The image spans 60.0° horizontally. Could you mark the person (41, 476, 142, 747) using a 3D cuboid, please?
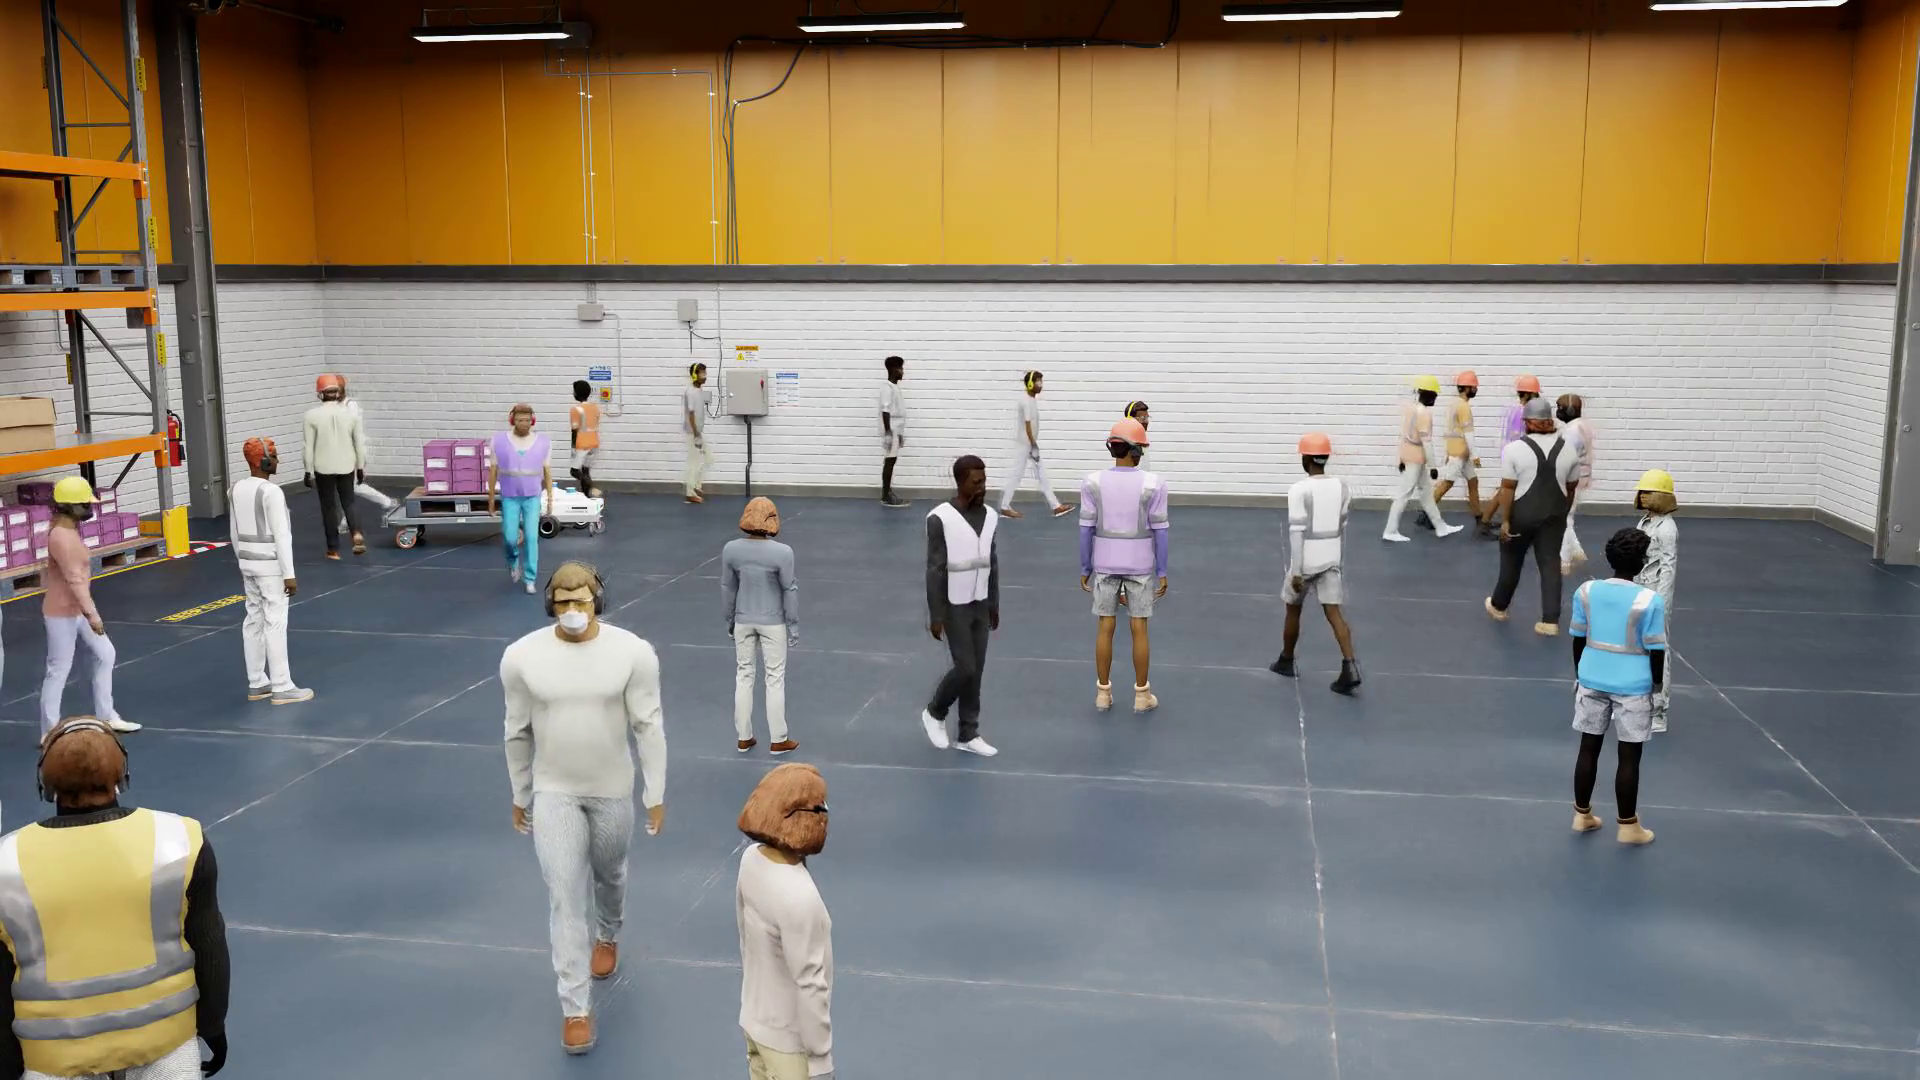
[{"bbox_3d":[-5.587,0.462,10.625,0.708,1.740,0.529,-3,10,-19],"label":"person"}]

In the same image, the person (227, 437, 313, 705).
[{"bbox_3d":[-4.880,0.218,11.711,0.573,1.880,0.353,6,11,33],"label":"person"}]

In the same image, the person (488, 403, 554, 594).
[{"bbox_3d":[-4.151,-0.400,15.718,0.614,1.819,0.521,-3,10,-19],"label":"person"}]

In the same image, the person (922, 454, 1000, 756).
[{"bbox_3d":[0.038,0.410,10.425,0.441,1.908,0.613,8,12,40],"label":"person"}]

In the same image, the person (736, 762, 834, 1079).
[{"bbox_3d":[-0.496,1.447,4.857,0.285,1.632,0.498,-5,10,-27],"label":"person"}]

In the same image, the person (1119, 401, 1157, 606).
[{"bbox_3d":[1.602,-0.332,15.159,0.328,1.872,0.513,6,11,34],"label":"person"}]

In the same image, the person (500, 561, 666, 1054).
[{"bbox_3d":[-1.530,1.002,6.818,0.644,1.900,0.999,-2,9,-11],"label":"person"}]

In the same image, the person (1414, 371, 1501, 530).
[{"bbox_3d":[5.846,-1.038,19.507,1.005,1.893,0.548,2,9,13],"label":"person"}]

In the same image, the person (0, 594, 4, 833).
[{"bbox_3d":[-4.924,0.785,8.029,0.628,1.935,0.373,1,9,5],"label":"person"}]

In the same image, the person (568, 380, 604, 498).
[{"bbox_3d":[-4.750,-1.200,21.122,0.561,1.684,0.545,5,10,28],"label":"person"}]

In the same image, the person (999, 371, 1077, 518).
[{"bbox_3d":[0.927,-1.153,20.402,0.982,1.814,0.559,2,9,15],"label":"person"}]

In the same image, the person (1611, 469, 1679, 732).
[{"bbox_3d":[4.556,0.398,11.012,0.283,1.746,0.493,0,9,2],"label":"person"}]

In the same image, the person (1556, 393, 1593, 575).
[{"bbox_3d":[6.070,-0.551,16.622,0.434,1.831,0.658,5,11,29],"label":"person"}]

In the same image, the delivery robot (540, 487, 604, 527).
[{"bbox_3d":[-4.466,-0.361,19.115,0.707,0.478,0.477,0,9,-2],"label":"delivery robot"}]

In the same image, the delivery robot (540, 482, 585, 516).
[{"bbox_3d":[-4.794,-0.437,19.586,0.707,0.478,0.477,-7,12,-39],"label":"delivery robot"}]

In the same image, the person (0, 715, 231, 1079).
[{"bbox_3d":[-2.350,1.383,4.600,0.626,1.847,0.429,-5,10,-27],"label":"person"}]

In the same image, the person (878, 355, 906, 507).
[{"bbox_3d":[-0.879,-1.417,21.593,0.364,1.964,0.609,1,9,7],"label":"person"}]

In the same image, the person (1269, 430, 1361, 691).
[{"bbox_3d":[2.633,0.146,12.156,0.555,1.903,0.990,-4,10,-22],"label":"person"}]

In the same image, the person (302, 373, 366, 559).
[{"bbox_3d":[-6.571,-0.763,17.477,0.624,1.981,0.542,-7,11,-36],"label":"person"}]

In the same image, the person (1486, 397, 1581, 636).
[{"bbox_3d":[4.867,-0.250,14.121,0.701,2.000,1.037,-1,9,-4],"label":"person"}]

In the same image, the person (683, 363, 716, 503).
[{"bbox_3d":[-3.429,-1.391,21.771,0.455,1.851,0.564,2,9,9],"label":"person"}]

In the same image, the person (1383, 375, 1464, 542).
[{"bbox_3d":[5.226,-0.900,18.645,0.969,1.875,0.618,1,9,4],"label":"person"}]

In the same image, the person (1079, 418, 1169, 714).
[{"bbox_3d":[1.133,0.178,11.475,0.615,2.035,0.393,2,9,15],"label":"person"}]

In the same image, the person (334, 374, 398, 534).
[{"bbox_3d":[-7.012,-1.006,19.374,0.710,1.861,0.628,-8,12,-40],"label":"person"}]

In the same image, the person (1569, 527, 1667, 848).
[{"bbox_3d":[3.493,0.773,8.836,0.317,1.695,0.540,-7,12,-37],"label":"person"}]

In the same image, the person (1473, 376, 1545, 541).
[{"bbox_3d":[6.269,-0.899,18.632,0.996,1.888,0.565,2,9,13],"label":"person"}]

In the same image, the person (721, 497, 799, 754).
[{"bbox_3d":[-1.252,0.538,10.490,0.509,1.632,0.268,3,10,19],"label":"person"}]
